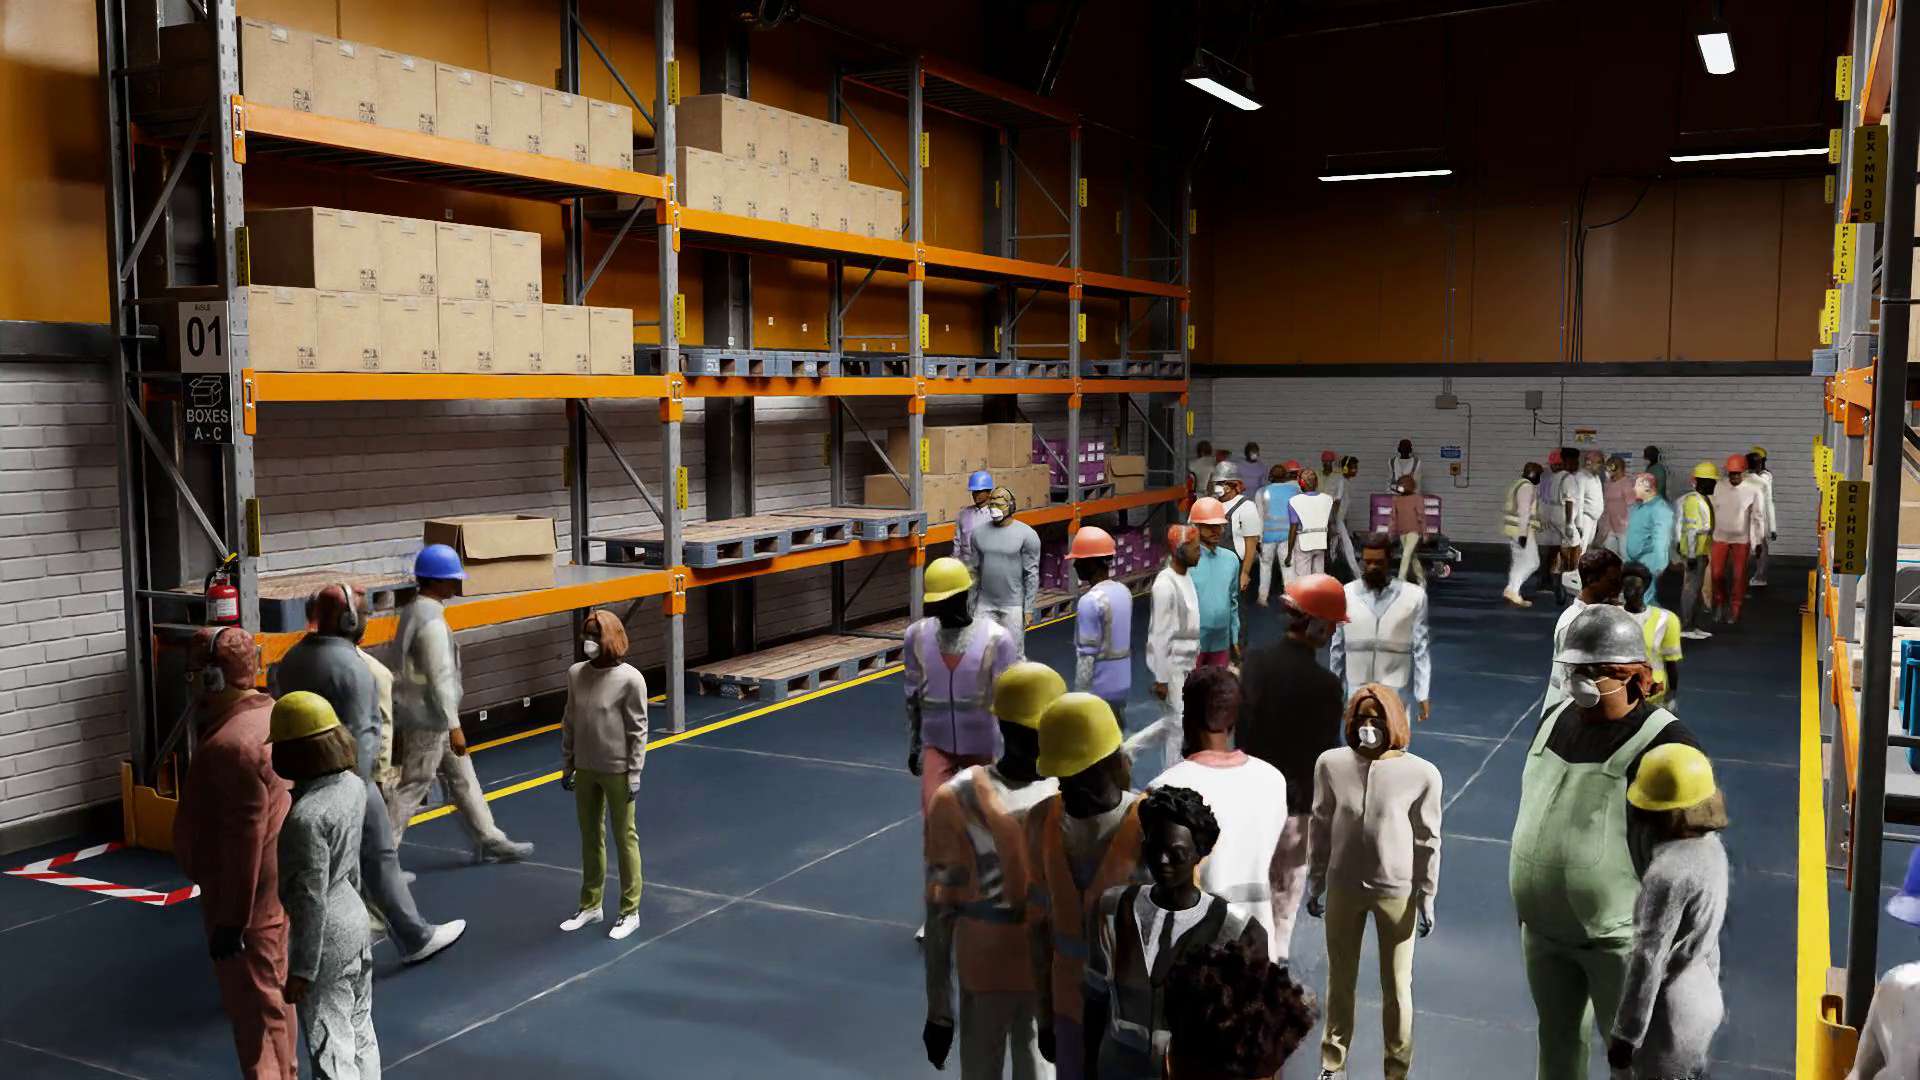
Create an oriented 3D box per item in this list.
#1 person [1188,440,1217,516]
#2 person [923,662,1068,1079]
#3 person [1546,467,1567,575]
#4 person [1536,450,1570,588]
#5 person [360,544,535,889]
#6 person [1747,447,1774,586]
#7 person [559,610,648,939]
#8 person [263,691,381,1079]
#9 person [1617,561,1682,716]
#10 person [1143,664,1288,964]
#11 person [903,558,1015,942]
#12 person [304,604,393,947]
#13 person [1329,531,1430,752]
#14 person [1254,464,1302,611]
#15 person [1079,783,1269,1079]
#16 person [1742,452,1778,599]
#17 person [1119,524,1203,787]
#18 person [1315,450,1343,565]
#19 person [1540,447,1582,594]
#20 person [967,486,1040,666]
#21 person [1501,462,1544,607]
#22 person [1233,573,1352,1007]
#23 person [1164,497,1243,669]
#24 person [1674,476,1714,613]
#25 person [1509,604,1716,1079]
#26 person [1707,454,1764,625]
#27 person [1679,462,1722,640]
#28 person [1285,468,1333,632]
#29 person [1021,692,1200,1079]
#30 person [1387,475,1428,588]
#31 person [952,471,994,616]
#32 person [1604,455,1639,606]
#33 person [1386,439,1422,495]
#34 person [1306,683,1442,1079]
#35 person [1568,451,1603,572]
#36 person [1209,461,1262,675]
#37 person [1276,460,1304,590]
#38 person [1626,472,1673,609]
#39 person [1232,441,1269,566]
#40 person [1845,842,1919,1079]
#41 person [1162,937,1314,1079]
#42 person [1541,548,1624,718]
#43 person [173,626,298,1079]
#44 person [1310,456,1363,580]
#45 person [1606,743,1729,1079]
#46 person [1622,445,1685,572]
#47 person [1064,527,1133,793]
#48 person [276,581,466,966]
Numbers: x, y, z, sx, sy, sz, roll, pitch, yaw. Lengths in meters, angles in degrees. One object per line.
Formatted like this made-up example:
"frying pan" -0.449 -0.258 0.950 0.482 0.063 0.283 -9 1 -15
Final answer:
"person" 3.731 -0.560 25.309 0.633 1.937 0.377 -2 6 -20
"person" 0.177 1.325 5.108 0.661 1.918 0.445 -3 6 -31
"person" 8.690 -0.308 24.129 0.310 1.639 0.514 -1 5 -7
"person" 8.216 -0.299 22.761 1.011 1.890 0.542 -4 6 -35
"person" -2.883 0.959 9.212 0.974 1.879 0.634 -2 6 -24
"person" 10.915 -0.317 22.753 0.382 1.917 0.585 3 6 26
"person" -1.787 1.161 8.329 0.500 1.636 0.285 3 6 26
"person" -2.162 1.366 5.604 0.311 1.735 0.484 0 5 -2
"person" 4.197 0.952 10.349 0.538 1.684 0.593 3 6 26
"person" 0.713 1.329 5.328 0.627 1.863 0.890 -4 6 -34
"person" -0.025 1.037 8.272 0.603 1.890 0.811 1 5 11
"person" -3.018 1.121 8.135 0.561 1.752 0.327 3 6 30
"person" 2.523 0.876 10.040 0.598 1.890 0.869 1 5 12
"person" 3.914 -0.036 20.418 0.627 1.798 0.973 0 5 -3
"person" 0.559 1.491 4.450 0.535 1.700 0.318 3 6 26
"person" 10.207 -0.177 21.377 0.758 1.888 0.598 -2 6 -23
"person" 1.318 0.818 10.827 0.703 1.868 0.597 2 6 23
"person" 5.620 -0.496 25.514 0.563 1.756 0.318 3 6 26
"person" 7.982 -0.245 21.786 0.777 1.944 0.659 0 5 -3
"person" 0.339 0.534 13.472 0.632 1.940 0.372 3 6 26
"person" 6.992 -0.064 20.630 0.478 1.805 0.675 0 5 4
"person" 1.372 1.115 7.168 0.600 1.959 0.648 -2 6 -24
"person" 1.668 0.701 11.367 0.611 1.996 0.379 -3 6 -28
"person" 8.948 0.023 20.125 0.571 1.722 0.782 2 6 20
"person" 2.090 1.221 5.534 0.536 2.000 0.672 -3 6 -29
"person" 8.844 0.003 19.052 0.662 1.968 0.505 3 6 30
"person" 8.035 0.115 18.061 0.387 1.922 0.594 4 7 36
"person" 3.852 0.131 18.345 0.564 1.838 0.390 -2 6 -23
"person" 0.498 1.357 4.878 0.643 1.890 0.706 4 7 37
"person" 5.937 -0.080 21.961 0.863 1.585 0.509 -4 7 -35
"person" 0.203 0.320 15.722 0.605 1.948 0.384 3 6 26
"person" 8.042 -0.072 20.158 0.422 1.914 0.681 0 5 -3
"person" 7.187 -0.694 26.974 0.576 1.885 0.355 3 6 26
"person" 1.564 1.349 6.322 0.499 1.634 0.279 3 6 26
"person" 8.298 -0.234 22.012 0.397 1.894 0.642 4 7 39
"person" 2.495 0.265 15.827 0.538 2.000 0.683 -4 7 -38
"person" 4.453 -0.199 22.342 0.573 1.749 0.342 -2 6 -21
"person" 7.034 0.250 16.943 0.607 1.868 0.700 0 5 -1
"person" 4.406 -0.570 25.514 0.634 1.915 0.886 -1 5 -7
"person" 1.899 1.496 3.297 0.940 1.902 0.629 0 5 -4
"person" 0.401 1.537 2.677 0.639 1.939 0.682 4 7 36
"person" 3.287 0.987 8.788 0.391 1.911 0.584 4 7 36
"person" -2.582 1.252 5.934 0.401 1.904 0.646 -1 5 -13
"person" 5.174 -0.233 22.510 1.001 1.796 0.624 1 5 13
"person" 2.171 1.439 5.006 0.692 1.703 0.493 4 7 36
"person" 10.236 -0.463 24.498 0.961 1.889 0.653 1 5 7
"person" 0.806 0.881 9.824 0.390 1.923 0.556 3 6 32
"person" -2.798 1.113 7.648 0.661 1.852 0.988 4 6 34
